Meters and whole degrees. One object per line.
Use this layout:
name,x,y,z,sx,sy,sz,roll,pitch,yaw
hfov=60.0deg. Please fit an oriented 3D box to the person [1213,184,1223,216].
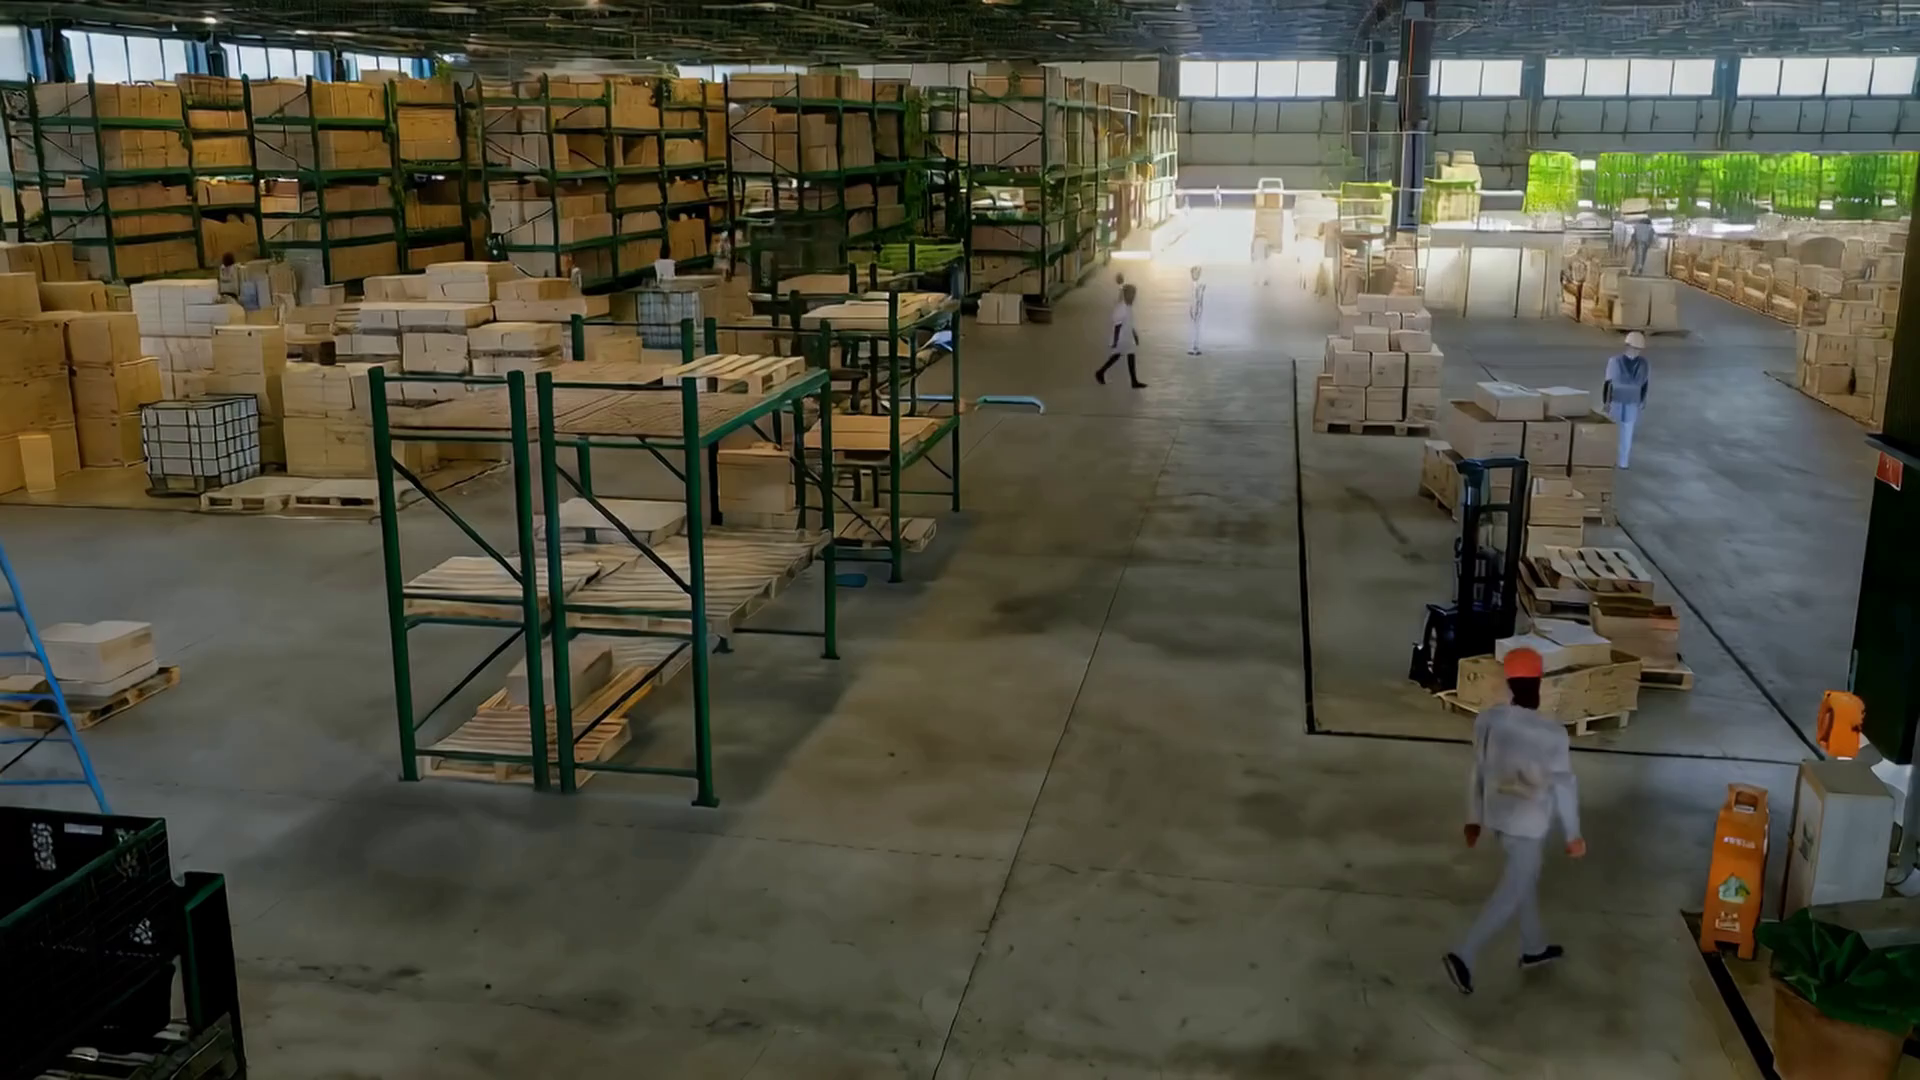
person,14.319,-18.804,91.939,0.828,1.716,0.570,9,17,33

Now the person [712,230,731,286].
person,-6.615,-7.706,46.517,0.567,1.894,0.958,3,14,12

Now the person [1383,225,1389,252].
person,14.411,-9.881,55.909,0.287,1.627,0.497,-10,17,-34

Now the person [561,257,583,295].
person,-9.372,-6.026,40.244,0.523,1.631,0.315,0,14,1

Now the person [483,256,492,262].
person,-11.376,-6.041,40.258,0.866,1.648,0.547,-7,16,-27

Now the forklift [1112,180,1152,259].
forklift,6.082,-11.722,60.796,1.873,2.768,1.129,2,14,9

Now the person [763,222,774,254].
person,-7.228,-11.652,63.099,0.494,1.624,0.280,-2,14,-7

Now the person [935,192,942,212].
person,-1.372,-19.614,95.484,0.846,1.597,0.517,7,16,27

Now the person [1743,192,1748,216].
person,37.708,-15.860,79.754,0.600,1.829,0.404,-6,15,-23

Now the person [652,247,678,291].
person,-7.008,-6.014,39.606,0.596,1.915,0.371,-2,14,-7

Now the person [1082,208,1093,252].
person,4.453,-10.633,58.239,1.081,1.988,0.618,3,14,13

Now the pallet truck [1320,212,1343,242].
pallet truck,15.874,-13.227,70.310,0.680,1.201,1.601,10,17,35

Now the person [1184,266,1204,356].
person,4.906,-4.781,34.695,0.328,1.872,0.512,-1,14,-4

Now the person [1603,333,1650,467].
person,9.187,-1.903,22.959,0.565,1.885,0.850,6,15,22

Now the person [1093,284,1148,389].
person,2.906,-3.695,30.214,0.993,1.920,0.604,3,14,12

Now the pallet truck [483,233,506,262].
pallet truck,-11.832,-7.026,43.548,1.885,1.965,0.823,8,16,28

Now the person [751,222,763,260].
person,-7.410,-11.003,60.319,0.480,1.683,0.548,5,15,21

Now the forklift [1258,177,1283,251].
forklift,12.083,-12.747,64.956,1.129,2.768,1.873,3,14,10

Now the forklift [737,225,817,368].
forklift,-3.602,-4.729,32.401,1.129,2.768,1.873,3,14,10

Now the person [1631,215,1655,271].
person,22.713,-9.875,55.426,0.723,1.847,0.920,10,17,35

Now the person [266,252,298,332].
person,-15.277,-5.519,37.553,0.633,1.936,0.355,-2,14,-10

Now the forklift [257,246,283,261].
forklift,-20.464,-9.285,50.903,1.873,2.768,1.129,3,14,10

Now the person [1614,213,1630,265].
person,23.063,-10.535,58.174,0.559,1.823,0.773,-4,14,-15

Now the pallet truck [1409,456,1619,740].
pallet truck,4.504,0.400,13.395,0.823,1.965,1.885,-6,15,-23

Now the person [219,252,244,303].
person,-17.198,-5.909,39.367,0.632,1.830,0.608,3,14,12

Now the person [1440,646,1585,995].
person,3.000,1.521,9.090,0.920,1.881,0.613,-7,15,-26

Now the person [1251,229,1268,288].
person,8.960,-8.398,49.635,0.528,1.754,0.505,-5,15,-21

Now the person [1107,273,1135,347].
person,3.553,-4.980,36.062,0.594,1.601,0.531,-8,16,-31

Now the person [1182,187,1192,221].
person,11.756,-17.426,86.281,0.530,1.754,0.457,2,14,7
